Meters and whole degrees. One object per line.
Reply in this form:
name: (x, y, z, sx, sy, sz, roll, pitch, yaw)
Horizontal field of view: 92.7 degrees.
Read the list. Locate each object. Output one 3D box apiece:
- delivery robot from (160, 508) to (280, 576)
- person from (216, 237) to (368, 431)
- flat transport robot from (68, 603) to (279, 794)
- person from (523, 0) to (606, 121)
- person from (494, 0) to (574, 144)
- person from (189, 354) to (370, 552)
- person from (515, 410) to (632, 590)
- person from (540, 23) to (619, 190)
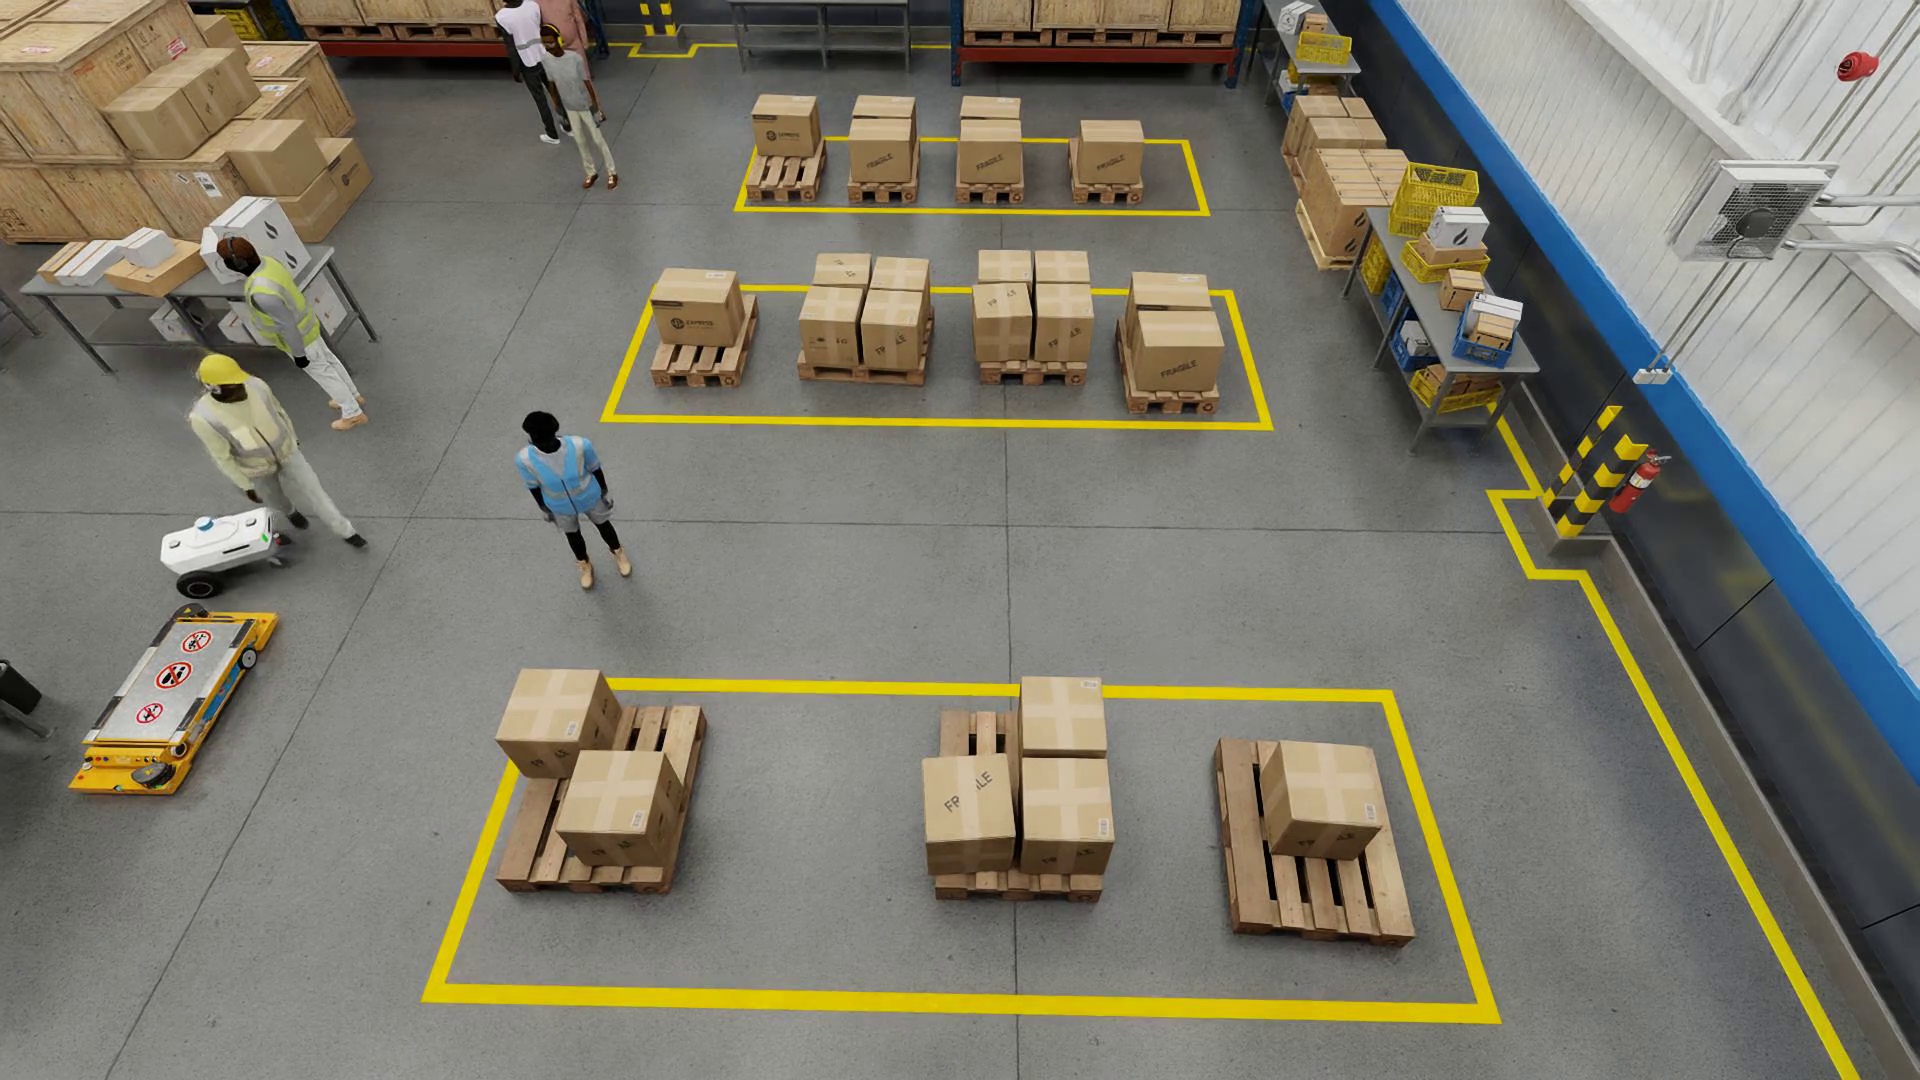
delivery robot: (-5.715, 0.014, 7.093, 0.707, 0.478, 0.477, -20, 53, -16)
person: (-5.657, -1.740, 7.800, 0.429, 1.841, 0.634, -20, 53, -16)
flat transport robot: (-5.504, 1.072, 6.442, 0.652, 0.197, 1.431, 1, 50, 1)
person: (-5.001, -6.222, 11.556, 0.645, 1.900, 0.399, -19, 52, -15)
person: (-5.233, -5.868, 11.243, 0.392, 1.920, 0.588, 30, 56, 23)
person: (-5.230, -0.640, 6.920, 0.982, 1.770, 0.602, 28, 55, 22)
person: (-2.799, -0.293, 6.666, 0.537, 1.698, 0.321, -17, 52, -14)
person: (-4.370, -4.926, 10.488, 0.514, 1.861, 0.356, 4, 50, 3)
